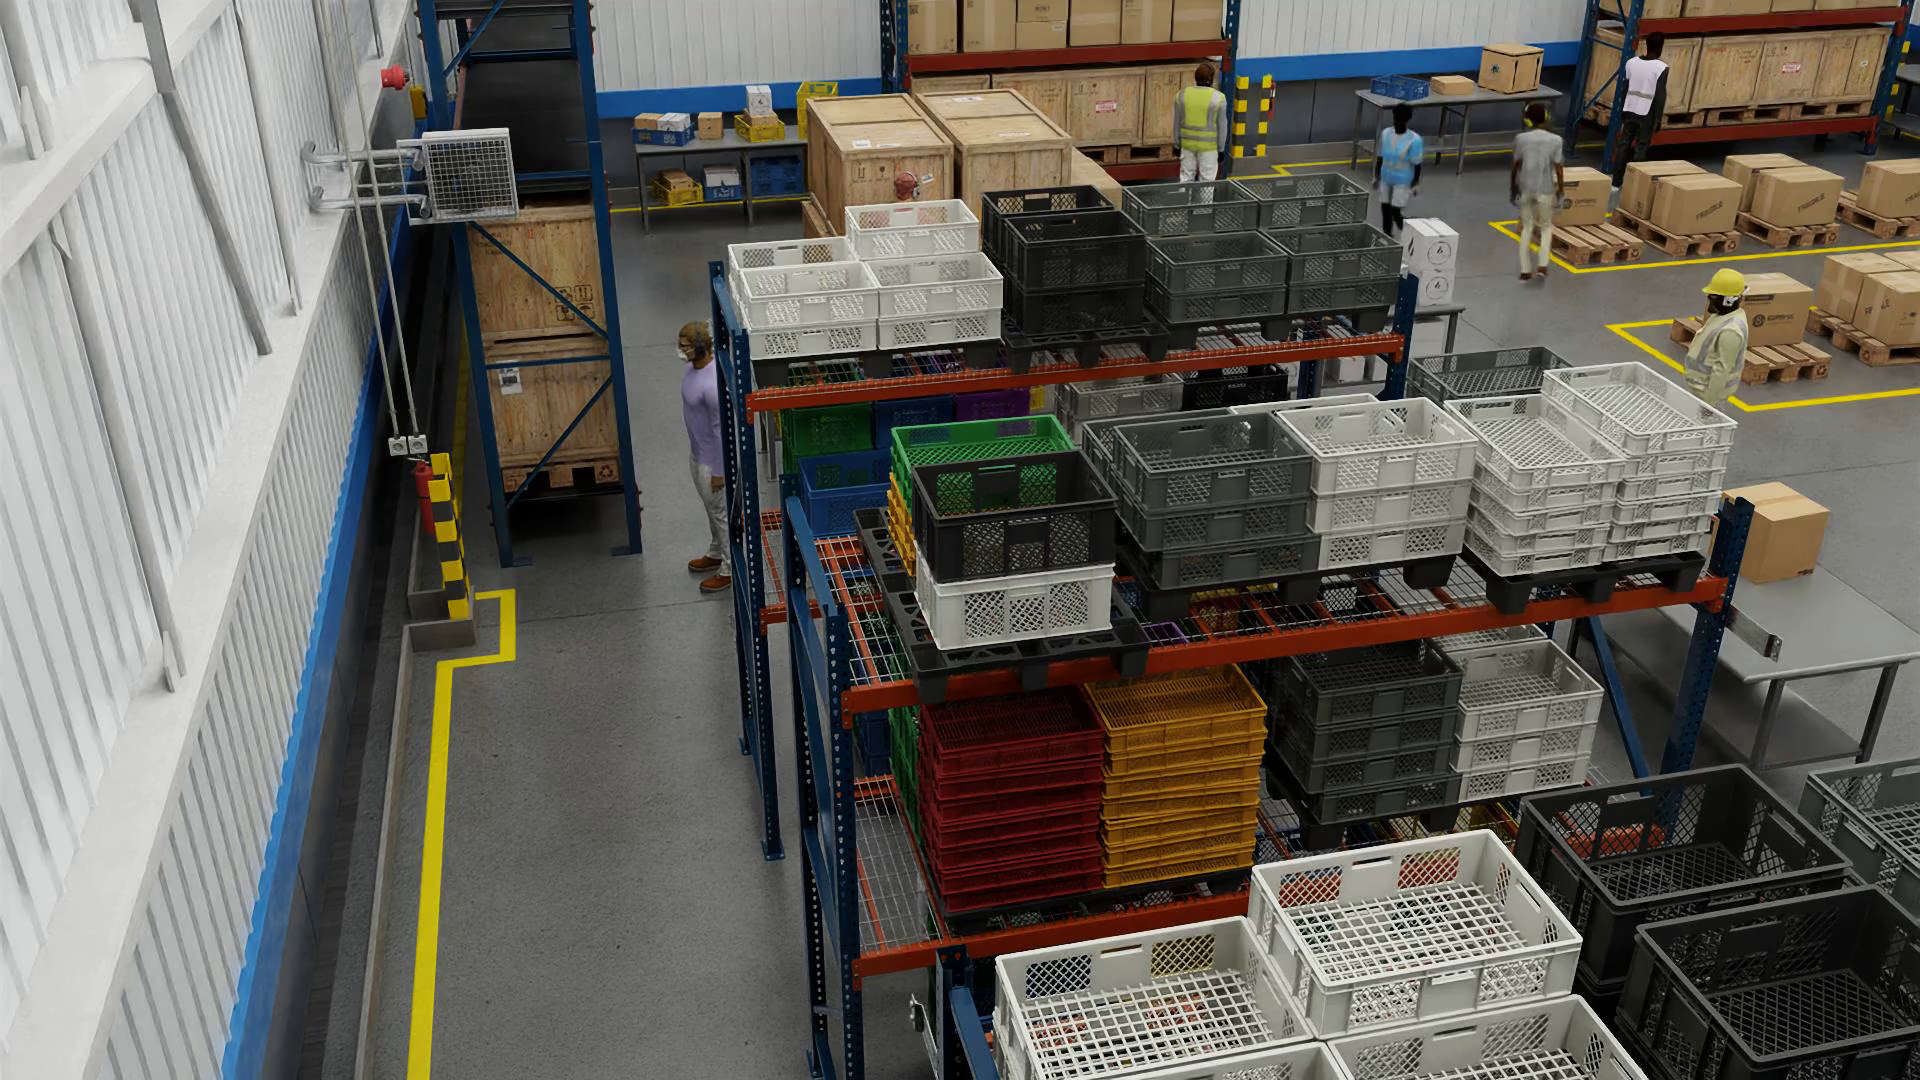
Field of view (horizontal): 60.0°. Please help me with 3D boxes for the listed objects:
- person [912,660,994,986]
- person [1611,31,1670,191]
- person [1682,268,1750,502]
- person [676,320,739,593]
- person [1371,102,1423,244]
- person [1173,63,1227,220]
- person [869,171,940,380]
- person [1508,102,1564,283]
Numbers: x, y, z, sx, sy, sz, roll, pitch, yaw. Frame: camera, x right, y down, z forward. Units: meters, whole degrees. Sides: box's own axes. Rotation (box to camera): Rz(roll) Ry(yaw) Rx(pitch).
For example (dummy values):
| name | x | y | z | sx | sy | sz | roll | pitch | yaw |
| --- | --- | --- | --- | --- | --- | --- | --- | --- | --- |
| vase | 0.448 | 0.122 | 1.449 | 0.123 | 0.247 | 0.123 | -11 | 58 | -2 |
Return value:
| name | x | y | z | sx | sy | sz | roll | pitch | yaw |
| --- | --- | --- | --- | --- | --- | --- | --- | --- | --- |
| person | -0.047 | 1.311 | 7.813 | 0.352 | 1.884 | 0.576 | -8 | 29 | -15 |
| person | 8.178 | -5.126 | 19.988 | 0.391 | 1.920 | 0.593 | -17 | 32 | -29 |
| person | 5.669 | -1.172 | 12.589 | 0.403 | 1.823 | 0.595 | 9 | 29 | 17 |
| person | -1.709 | -0.577 | 11.336 | 0.355 | 1.938 | 0.637 | -10 | 29 | -18 |
| person | 4.672 | -3.852 | 17.813 | 0.355 | 1.682 | 0.546 | -19 | 33 | -32 |
| person | 2.711 | -4.445 | 18.777 | 0.620 | 1.845 | 0.430 | 14 | 31 | 25 |
| person | -0.464 | -2.304 | 14.664 | 0.634 | 1.900 | 0.398 | 10 | 29 | 18 |
| person | 5.917 | -3.564 | 17.127 | 0.620 | 1.822 | 0.384 | 14 | 31 | 25 |
